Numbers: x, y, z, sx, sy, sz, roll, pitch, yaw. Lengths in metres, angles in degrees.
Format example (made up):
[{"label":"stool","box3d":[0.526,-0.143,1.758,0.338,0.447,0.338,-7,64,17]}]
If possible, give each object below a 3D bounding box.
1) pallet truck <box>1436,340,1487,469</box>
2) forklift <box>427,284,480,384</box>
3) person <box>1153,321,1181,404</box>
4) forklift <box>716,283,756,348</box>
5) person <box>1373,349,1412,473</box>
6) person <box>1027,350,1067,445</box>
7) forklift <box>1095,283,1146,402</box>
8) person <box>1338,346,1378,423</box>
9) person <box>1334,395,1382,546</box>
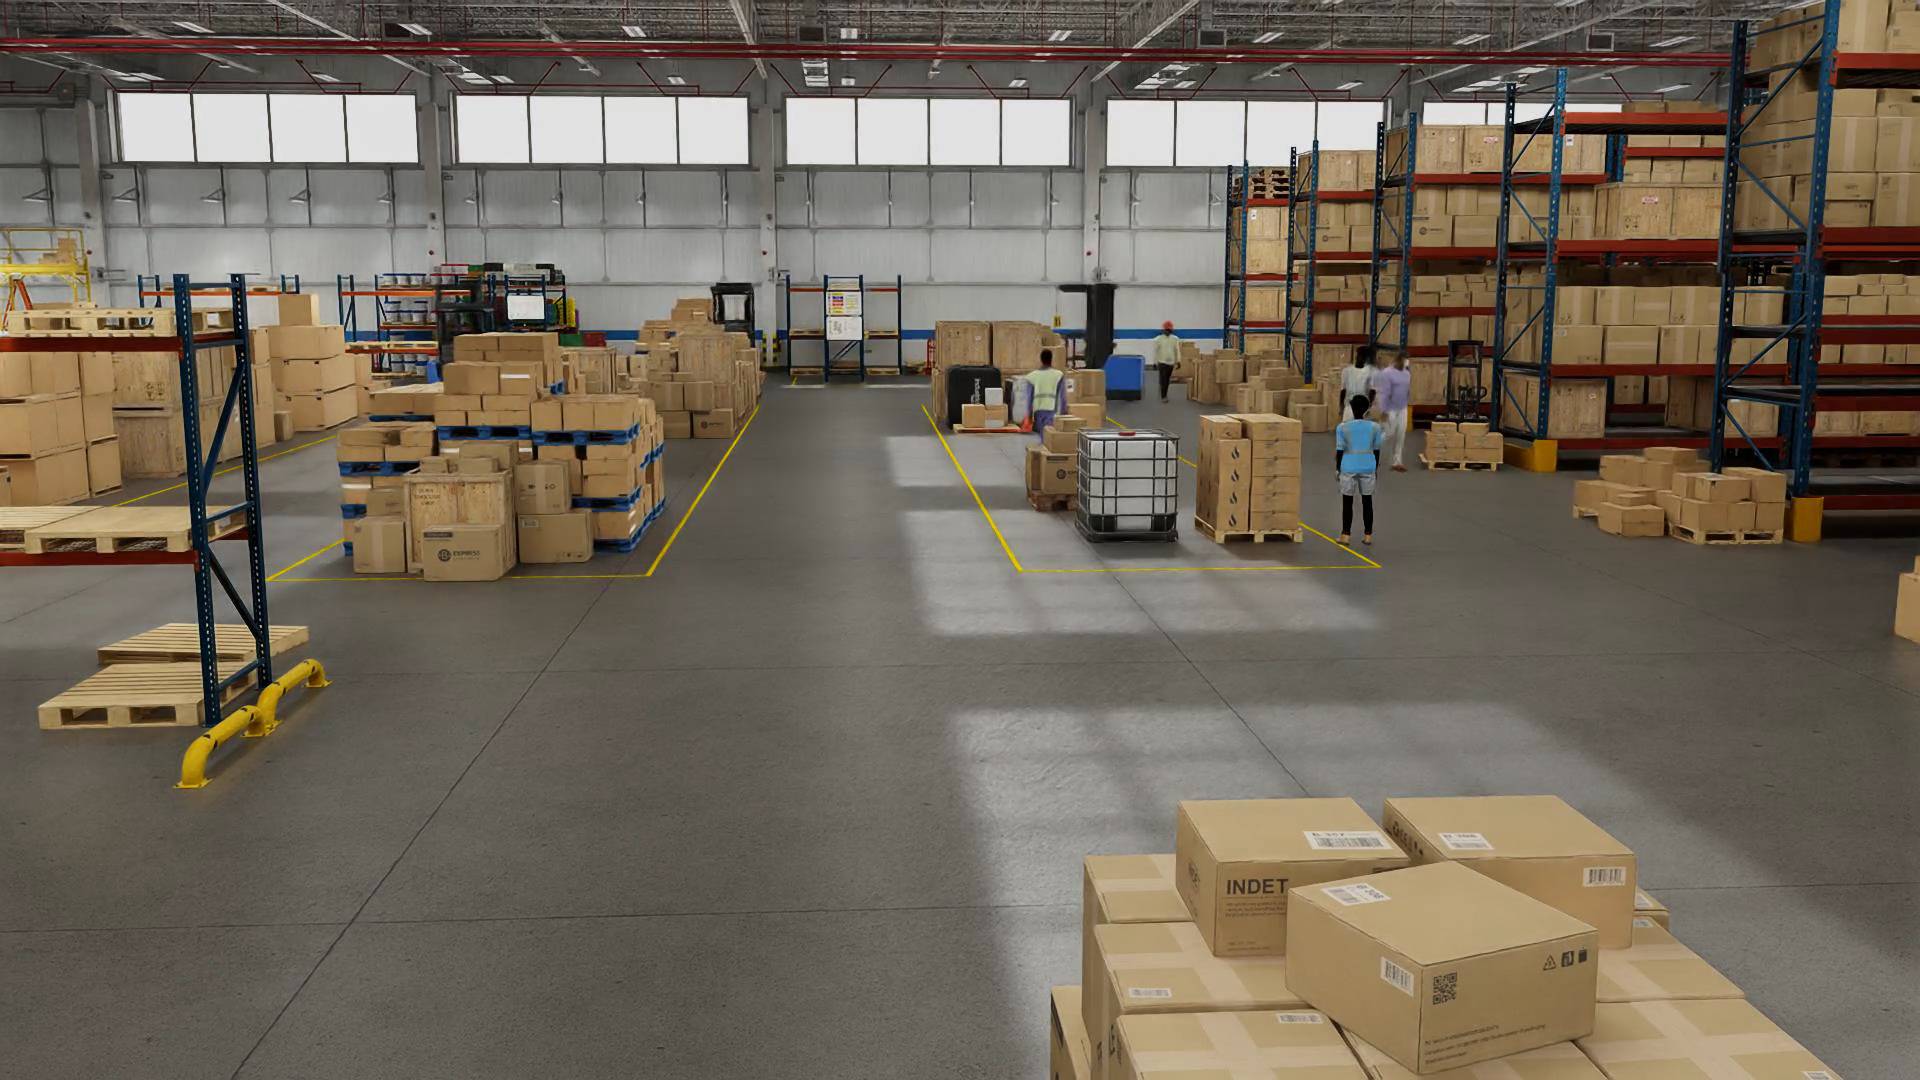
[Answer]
[{"label":"pallet truck","box3d":[8.004,-2.170,26.422,0.823,1.965,1.885,2,9,14]},{"label":"forklift","box3d":[-11.146,-4.298,37.019,1.129,2.768,1.873,-6,11,-31]},{"label":"person","box3d":[4.905,-4.196,39.322,0.615,1.937,1.005,-2,9,-10]},{"label":"forklift","box3d":[-6.003,-5.467,44.355,1.129,2.768,1.873,-1,9,-4]},{"label":"person","box3d":[6.669,-2.004,25.684,0.640,1.904,0.681,-5,10,-28]},{"label":"person","box3d":[1.330,-2.025,25.902,0.586,1.883,0.981,4,10,24]},{"label":"forklift","box3d":[3.485,-4.739,39.784,1.873,2.768,1.129,2,9,14]},{"label":"person","box3d":[6.395,-2.175,26.764,0.630,1.906,0.987,4,10,24]},{"label":"person","box3d":[4.444,-0.776,18.607,0.535,1.697,0.318,-1,9,-5]}]
